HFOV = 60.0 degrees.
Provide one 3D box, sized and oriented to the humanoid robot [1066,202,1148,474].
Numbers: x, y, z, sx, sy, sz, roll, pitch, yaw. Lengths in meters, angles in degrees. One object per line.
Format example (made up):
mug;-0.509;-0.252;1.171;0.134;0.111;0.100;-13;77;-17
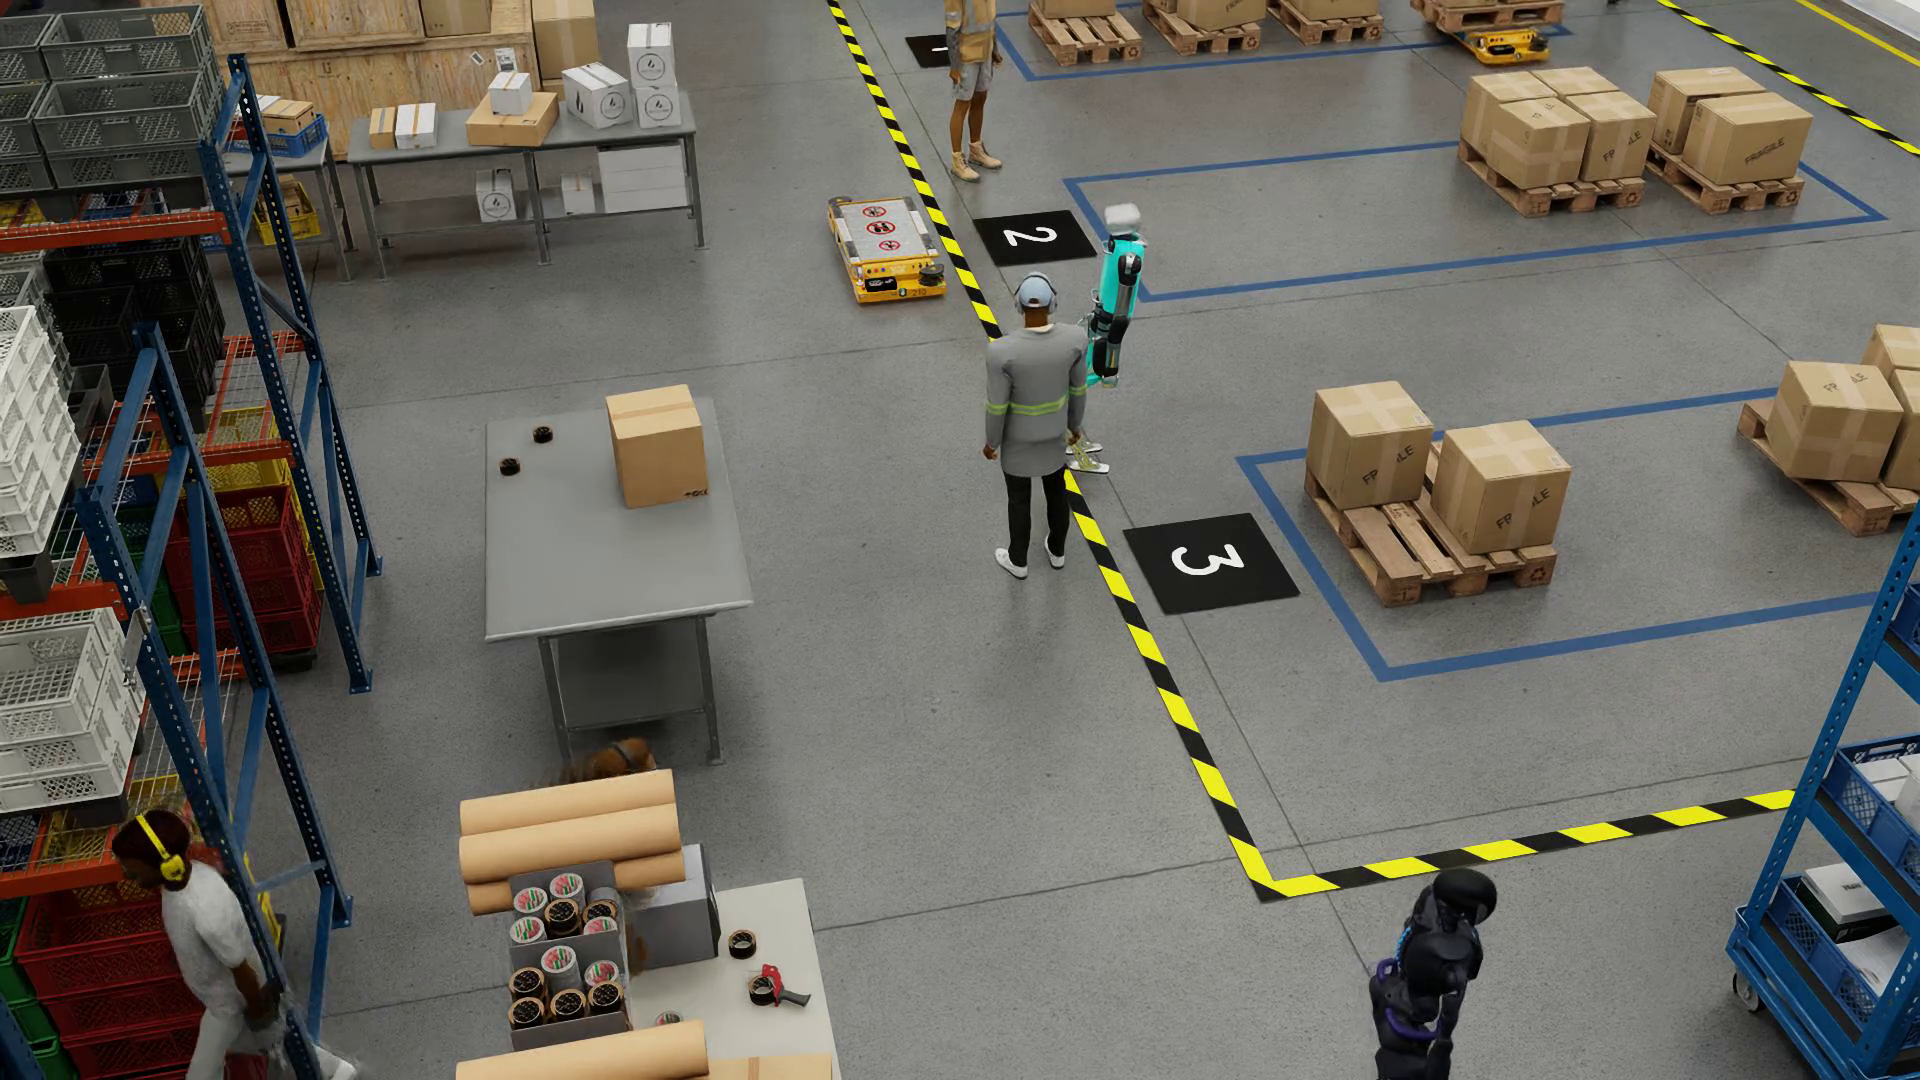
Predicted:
humanoid robot;0.690;-1.171;9.782;0.735;1.681;0.533;-1;37;-1

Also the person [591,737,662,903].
person;-1.133;1.411;6.373;0.958;1.798;0.509;-31;46;-35

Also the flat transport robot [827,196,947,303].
flat transport robot;-0.570;-2.220;12.538;0.659;0.231;1.431;-8;37;-10

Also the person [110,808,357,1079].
person;-2.757;1.642;6.057;0.799;1.809;0.551;-21;41;-25

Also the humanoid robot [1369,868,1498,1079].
humanoid robot;1.649;1.756;6.055;0.755;1.620;0.608;1;37;1

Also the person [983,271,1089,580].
person;0.394;-0.618;9.059;0.592;1.849;0.395;-12;38;-16

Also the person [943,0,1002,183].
person;0.121;-3.904;13.313;0.366;2.048;0.606;25;43;29

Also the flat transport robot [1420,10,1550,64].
flat transport robot;5.135;-5.032;16.293;0.652;0.197;1.431;-8;37;-10

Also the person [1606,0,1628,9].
person;6.838;-6.248;16.659;0.625;1.800;0.807;9;38;12
